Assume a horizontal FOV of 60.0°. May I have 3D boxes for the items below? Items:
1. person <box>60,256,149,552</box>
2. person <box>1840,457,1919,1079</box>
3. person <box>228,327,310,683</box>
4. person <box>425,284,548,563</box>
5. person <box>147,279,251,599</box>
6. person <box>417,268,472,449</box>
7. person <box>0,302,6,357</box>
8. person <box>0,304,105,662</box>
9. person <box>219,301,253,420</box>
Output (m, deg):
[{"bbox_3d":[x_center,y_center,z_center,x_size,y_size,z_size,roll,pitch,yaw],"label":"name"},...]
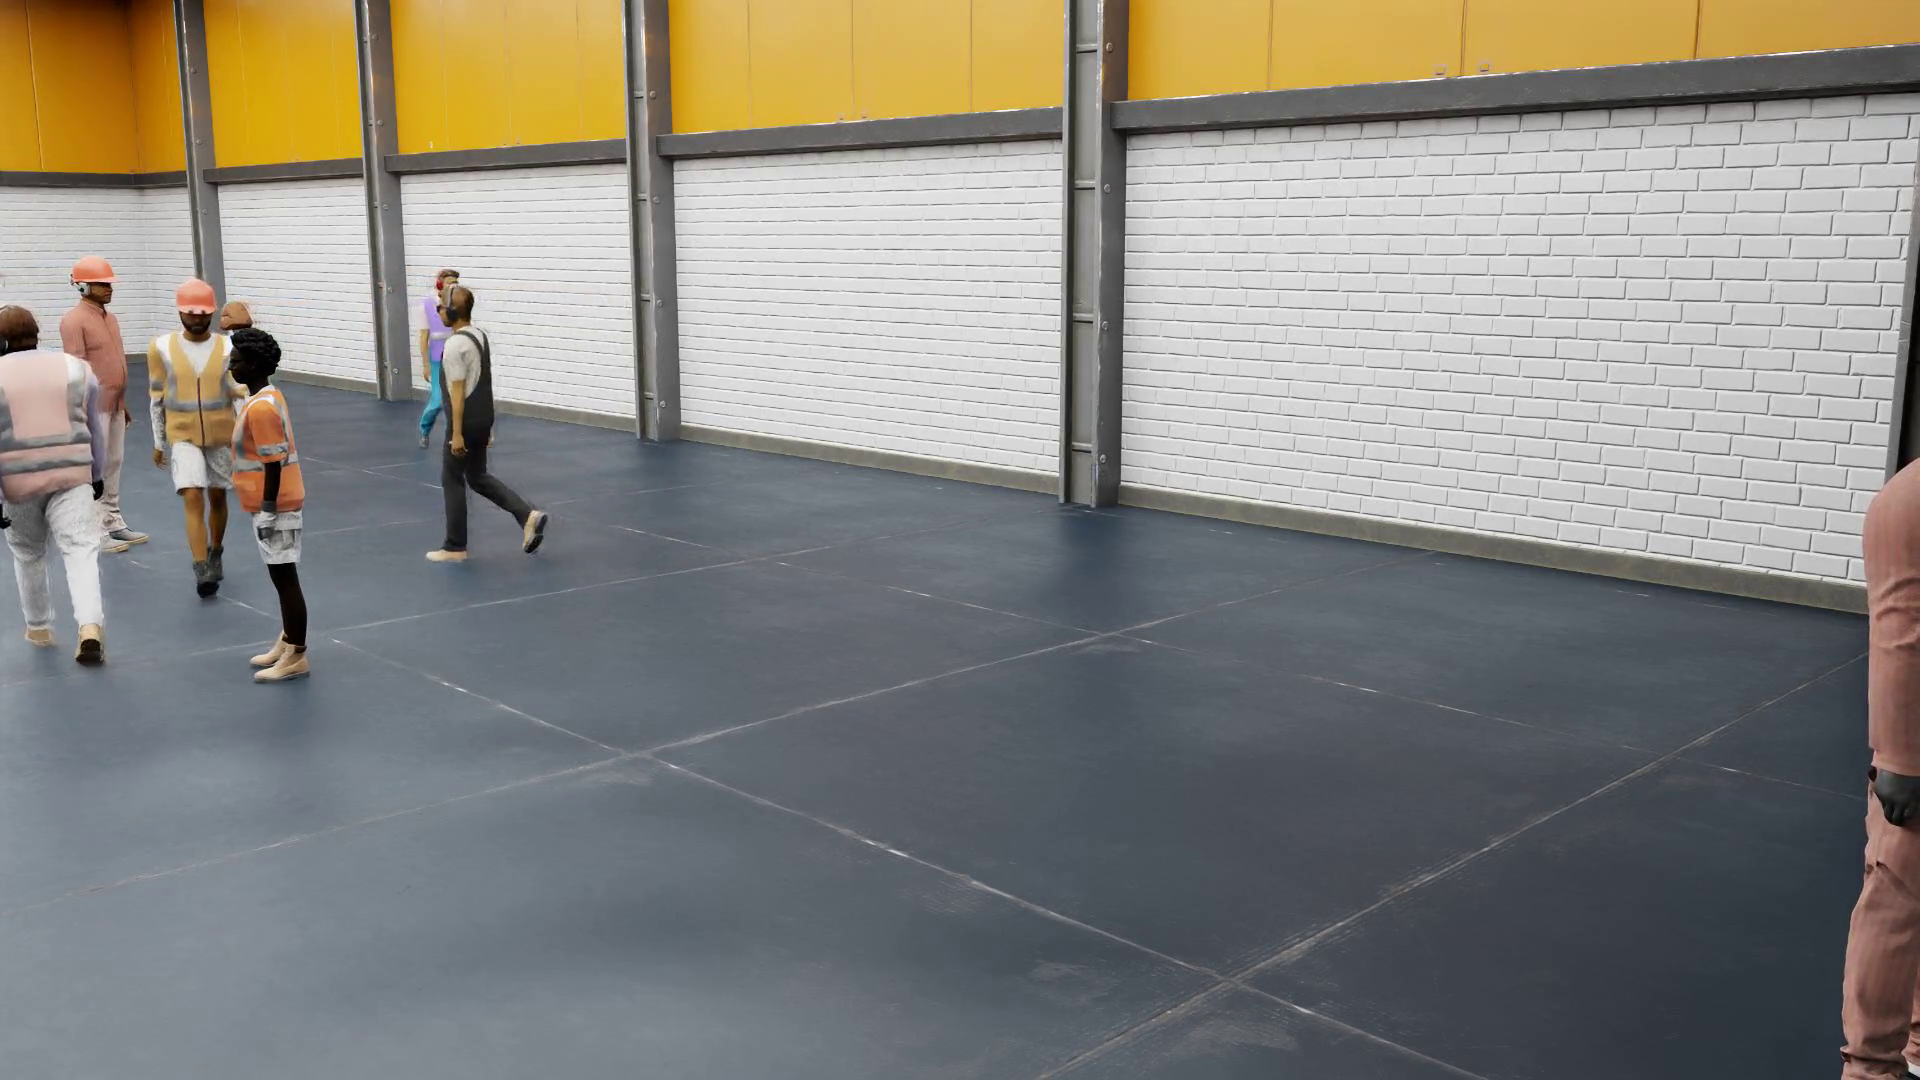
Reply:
[{"bbox_3d":[-5.816,-0.921,11.287,0.389,1.992,0.625,0,10,-2],"label":"person"},{"bbox_3d":[2.394,0.479,3.919,0.639,1.902,0.407,-6,12,-28],"label":"person"},{"bbox_3d":[-3.313,-0.166,7.988,0.321,1.697,0.535,-4,11,-21],"label":"person"},{"bbox_3d":[-3.123,-0.740,10.791,0.728,1.827,0.511,1,10,7],"label":"person"},{"bbox_3d":[-4.521,-0.616,9.946,0.551,1.873,1.037,-5,12,-26],"label":"person"},{"bbox_3d":[-5.001,-1.720,16.126,0.715,1.822,0.581,10,14,44],"label":"person"},{"bbox_3d":[-8.504,-1.494,14.865,0.867,1.840,0.526,-1,10,-5],"label":"person"},{"bbox_3d":[-4.609,-0.286,8.376,0.626,1.800,0.951,-8,13,-37],"label":"person"},{"bbox_3d":[-5.980,-1.203,13.941,0.868,1.589,0.521,5,11,24],"label":"person"}]
